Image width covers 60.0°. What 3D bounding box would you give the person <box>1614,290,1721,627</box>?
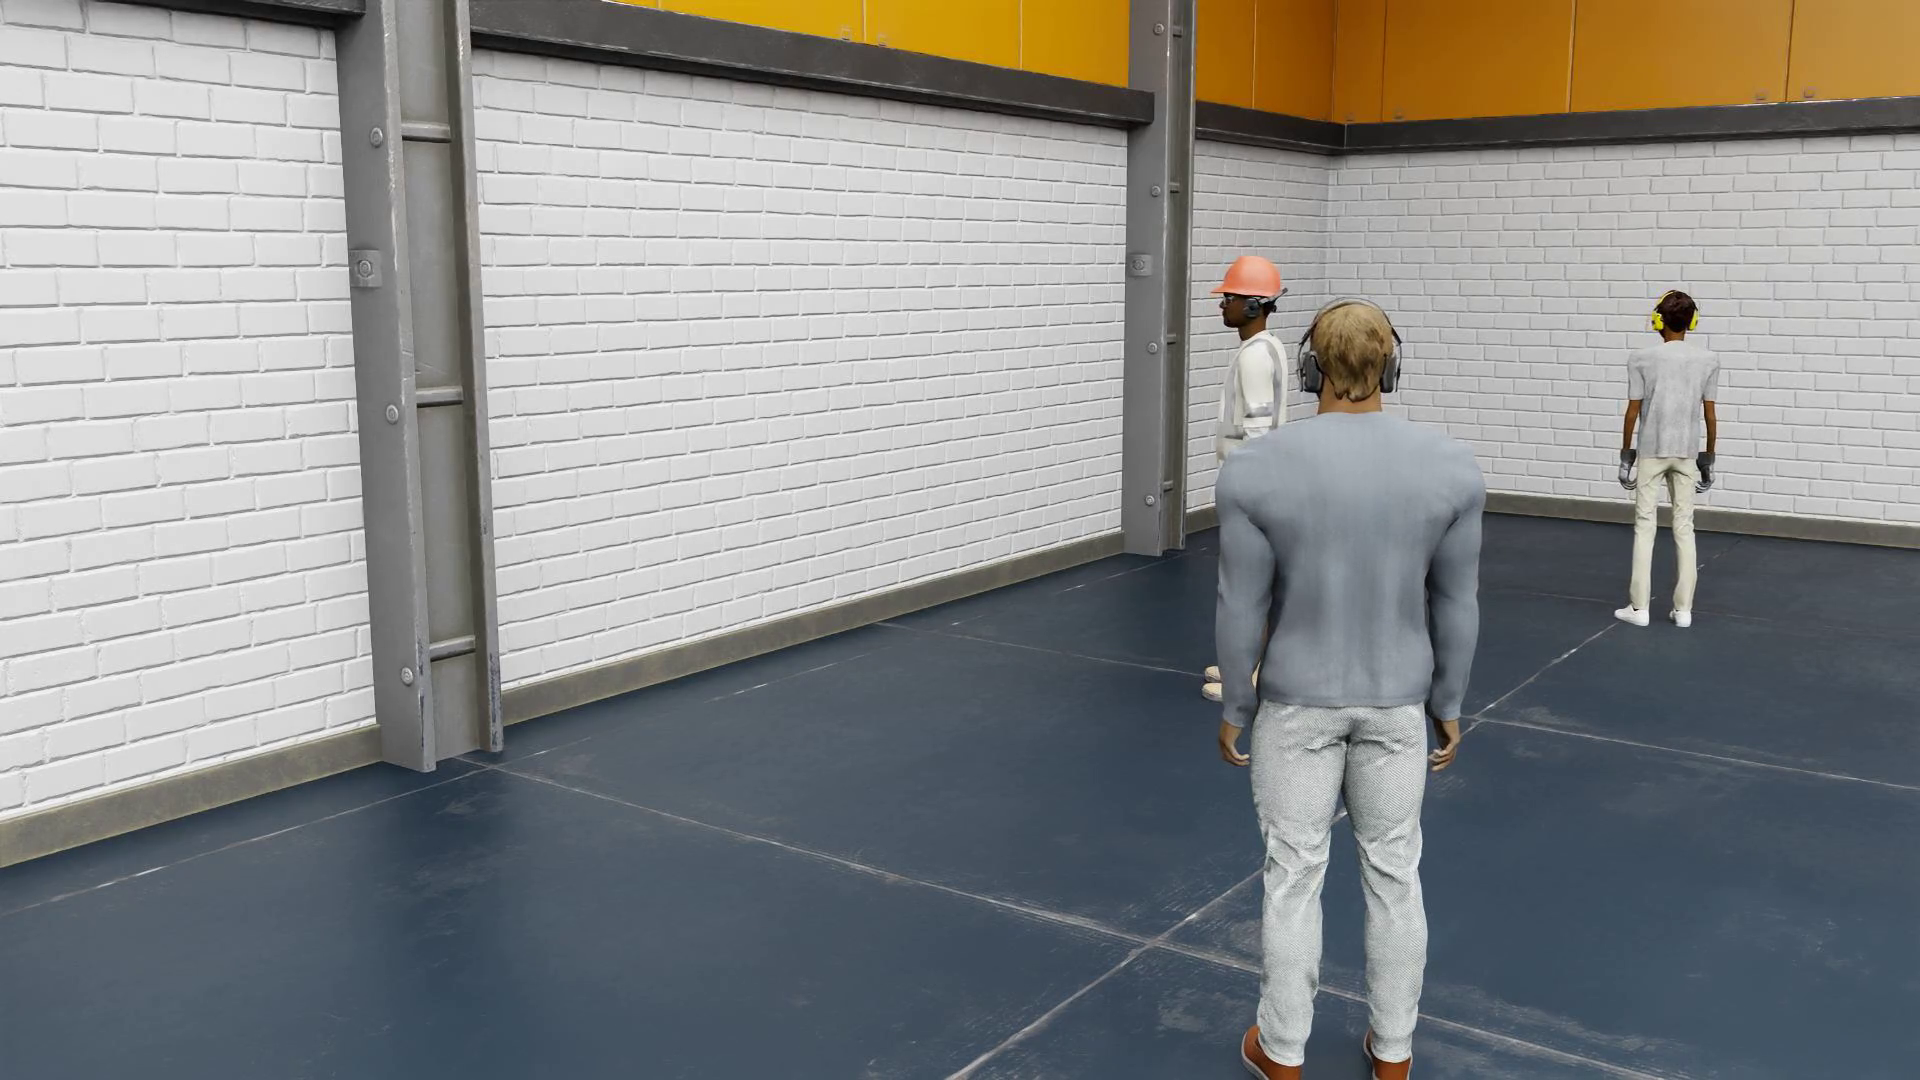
[{"bbox_3d":[3.937,-0.446,9.236,0.509,1.864,0.331,1,10,8],"label":"person"}]

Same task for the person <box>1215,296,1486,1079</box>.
[{"bbox_3d":[0.912,0.394,3.994,0.632,1.940,0.372,0,10,0],"label":"person"}]

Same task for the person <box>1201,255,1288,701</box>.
[{"bbox_3d":[1.316,-0.276,7.667,0.370,2.048,0.607,2,10,12],"label":"person"}]
